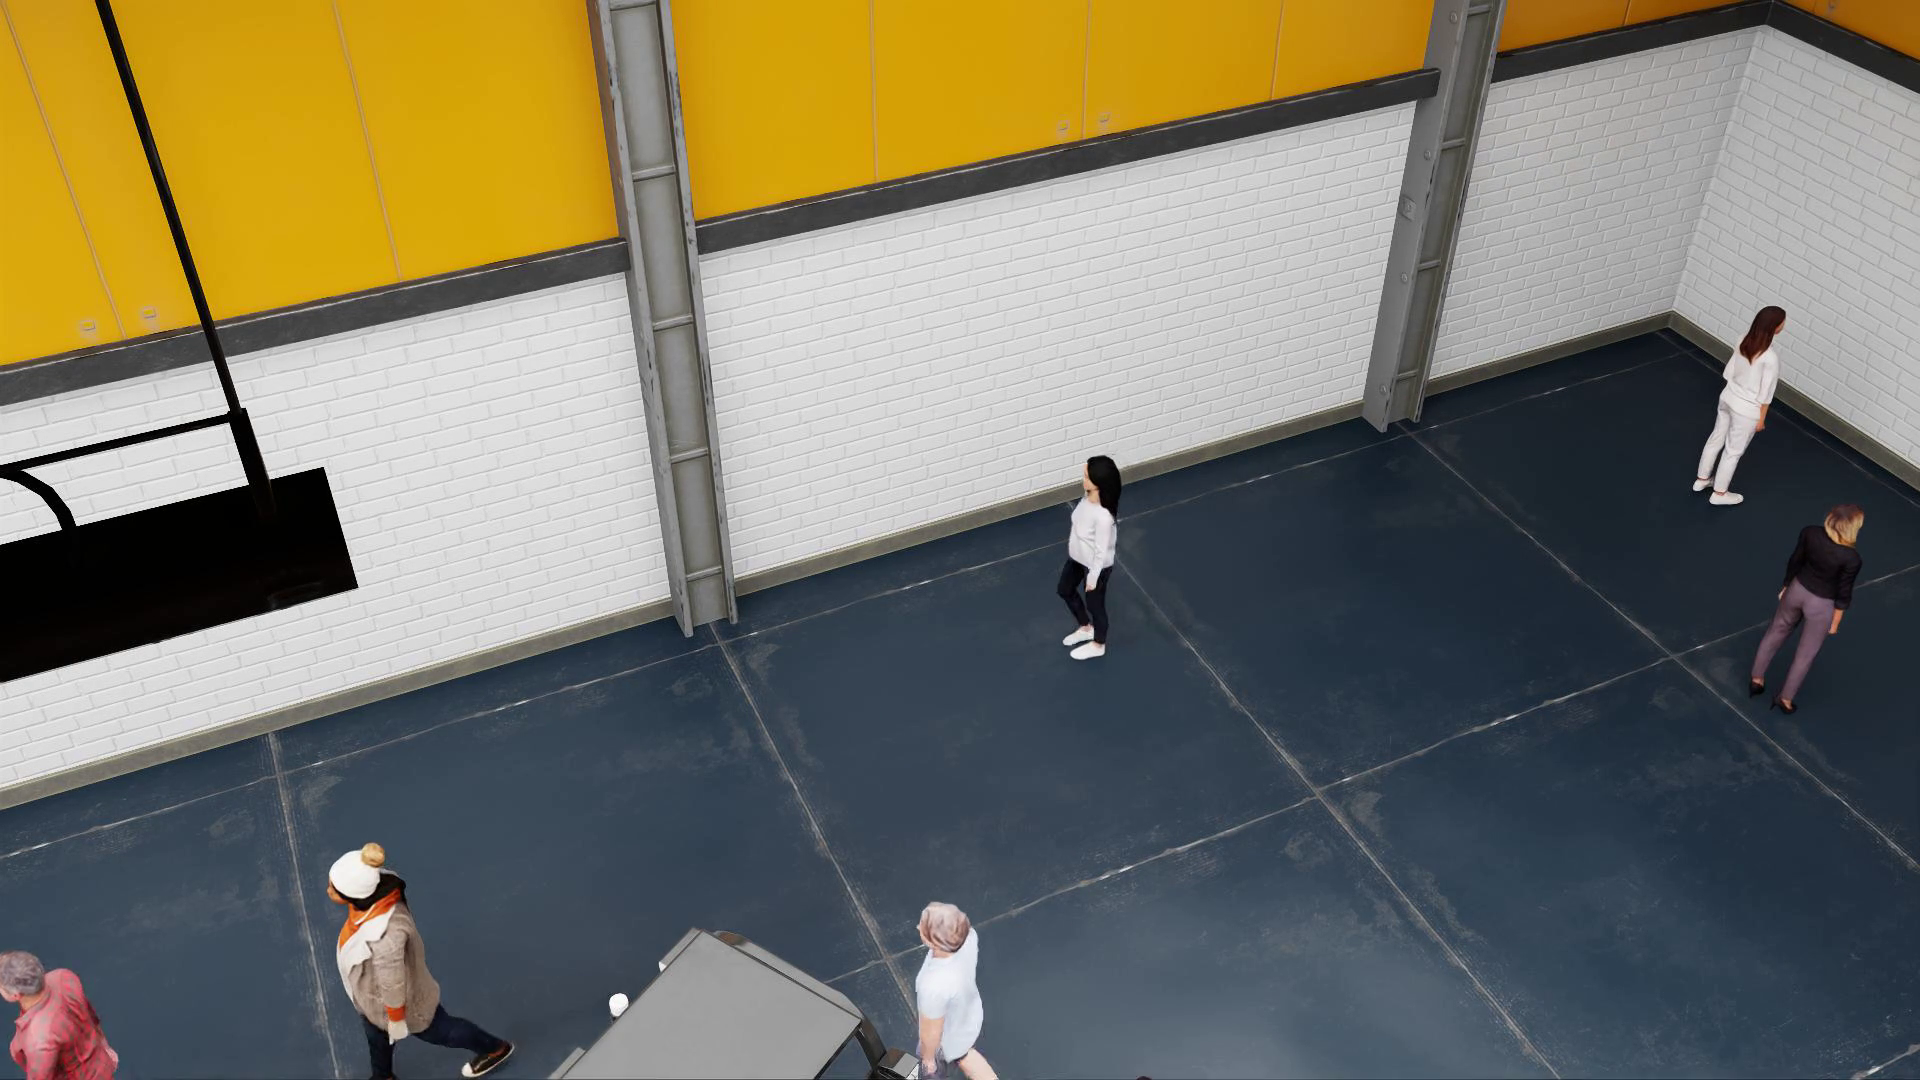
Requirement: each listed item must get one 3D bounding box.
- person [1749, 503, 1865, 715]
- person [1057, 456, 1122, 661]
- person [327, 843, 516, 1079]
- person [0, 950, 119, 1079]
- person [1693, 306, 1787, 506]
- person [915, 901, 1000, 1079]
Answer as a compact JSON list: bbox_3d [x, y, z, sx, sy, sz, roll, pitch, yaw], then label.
[{"bbox_3d":[5.488,0.436,10.778,0.553,1.671,0.612,-20,43,-23],"label":"person"},{"bbox_3d":[0.971,0.123,11.149,0.642,1.695,0.681,-8,39,-10],"label":"person"},{"bbox_3d":[-2.763,2.193,8.434,1.134,1.849,0.724,-18,42,-21],"label":"person"},{"bbox_3d":[-4.107,2.607,7.963,1.248,1.791,0.847,-8,39,-10],"label":"person"},{"bbox_3d":[5.927,-1.028,12.597,0.574,1.688,0.623,-11,40,-14],"label":"person"},{"bbox_3d":[0.028,2.419,8.178,1.011,1.816,0.962,15,41,18],"label":"person"}]
